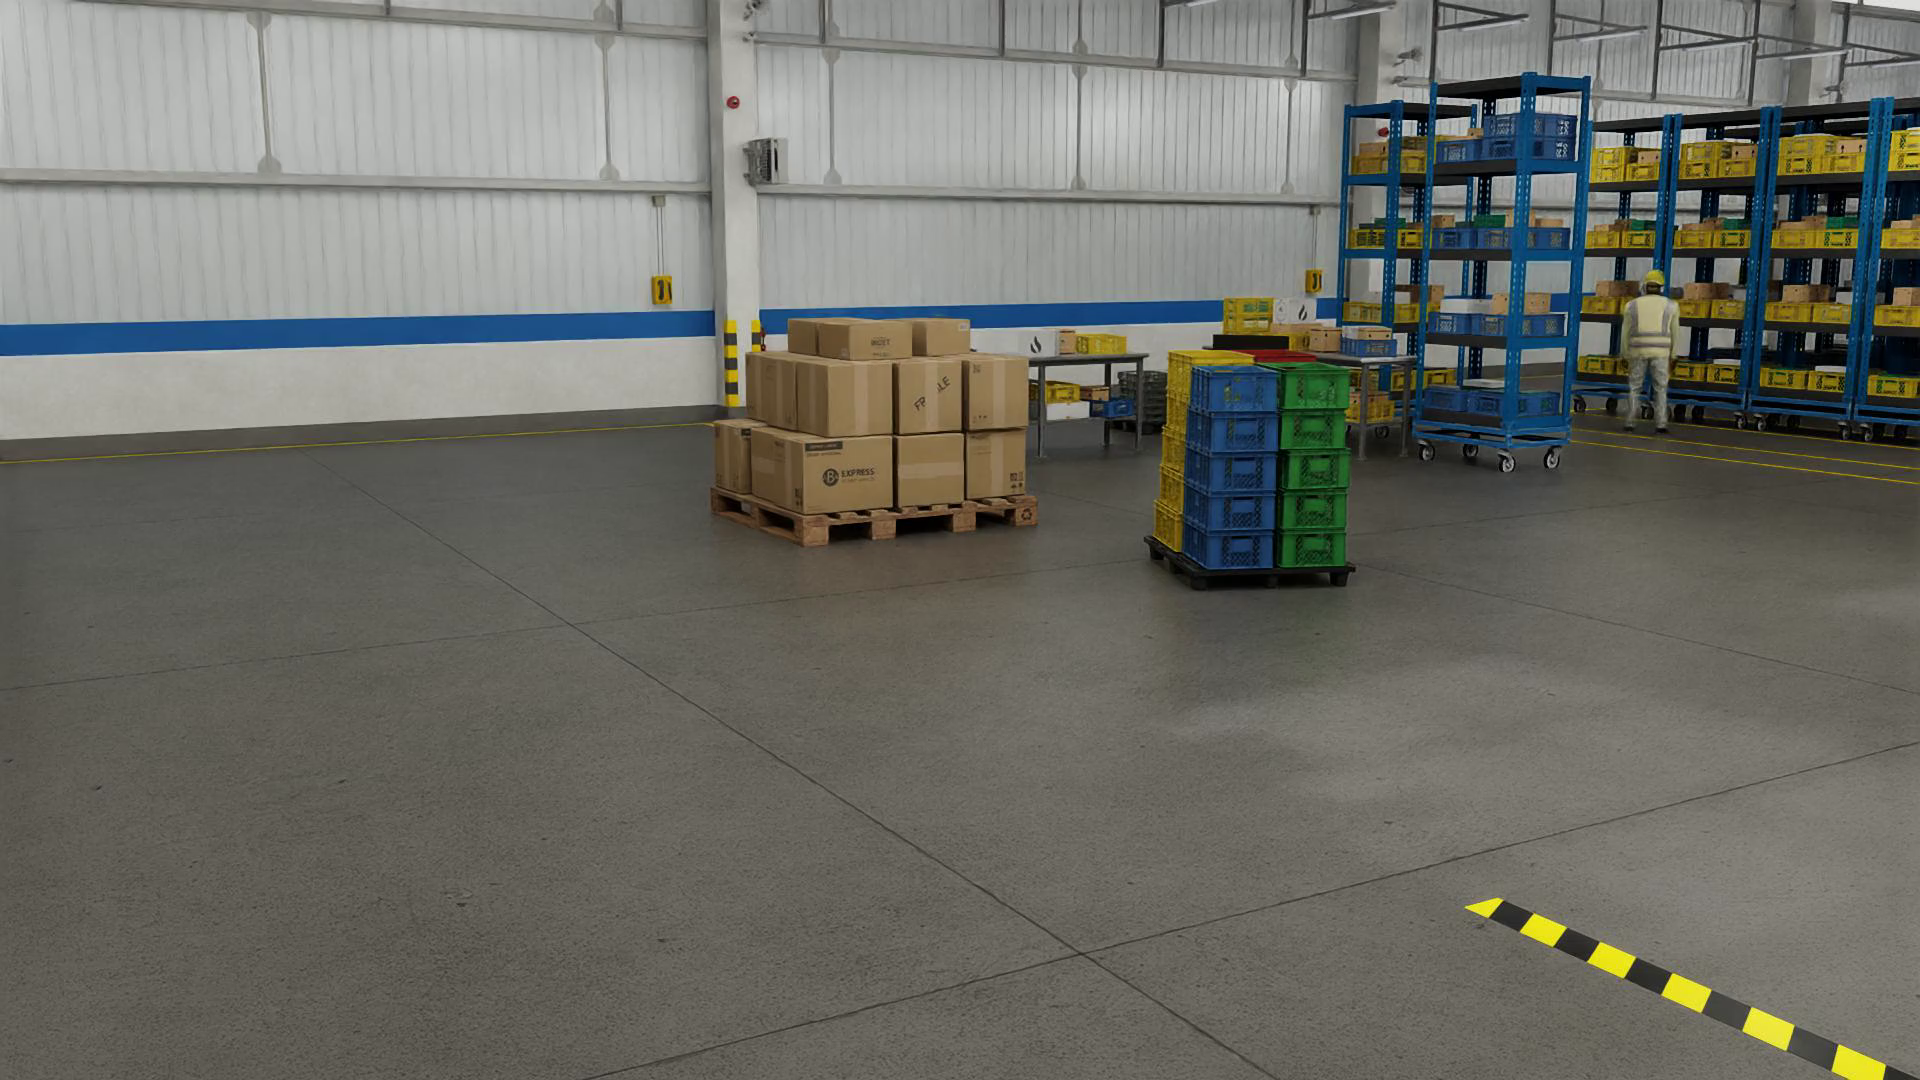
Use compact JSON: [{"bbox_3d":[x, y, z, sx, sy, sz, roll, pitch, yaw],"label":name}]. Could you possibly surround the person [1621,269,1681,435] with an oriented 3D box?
[{"bbox_3d":[7.626,-2.071,18.371,0.600,1.829,0.404,5,11,26],"label":"person"}]
